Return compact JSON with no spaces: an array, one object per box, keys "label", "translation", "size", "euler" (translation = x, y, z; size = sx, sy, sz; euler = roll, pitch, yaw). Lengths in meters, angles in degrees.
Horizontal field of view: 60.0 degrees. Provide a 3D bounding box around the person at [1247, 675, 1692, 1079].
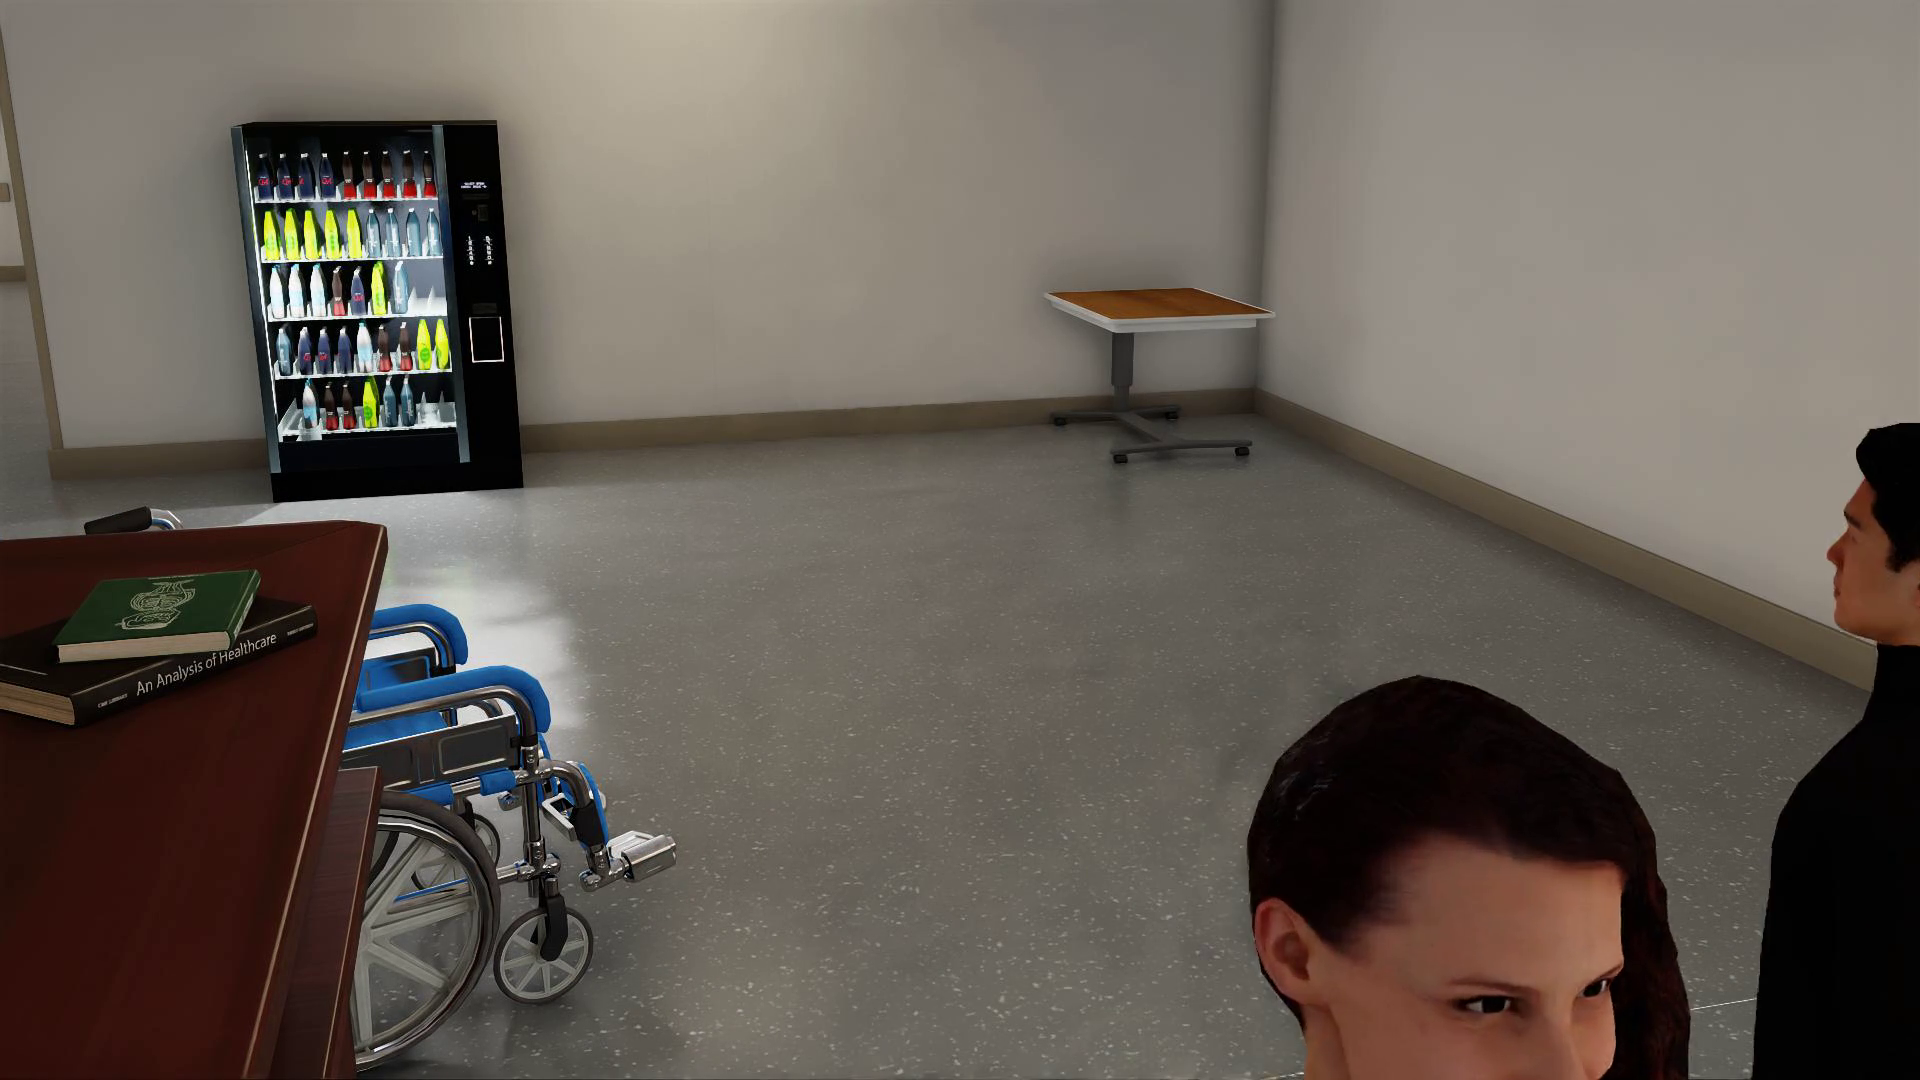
[{"label":"person","translation":[0.159,0.930,1.134],"size":[1.060,1.754,0.669],"euler":[-4,16,-13]}]
